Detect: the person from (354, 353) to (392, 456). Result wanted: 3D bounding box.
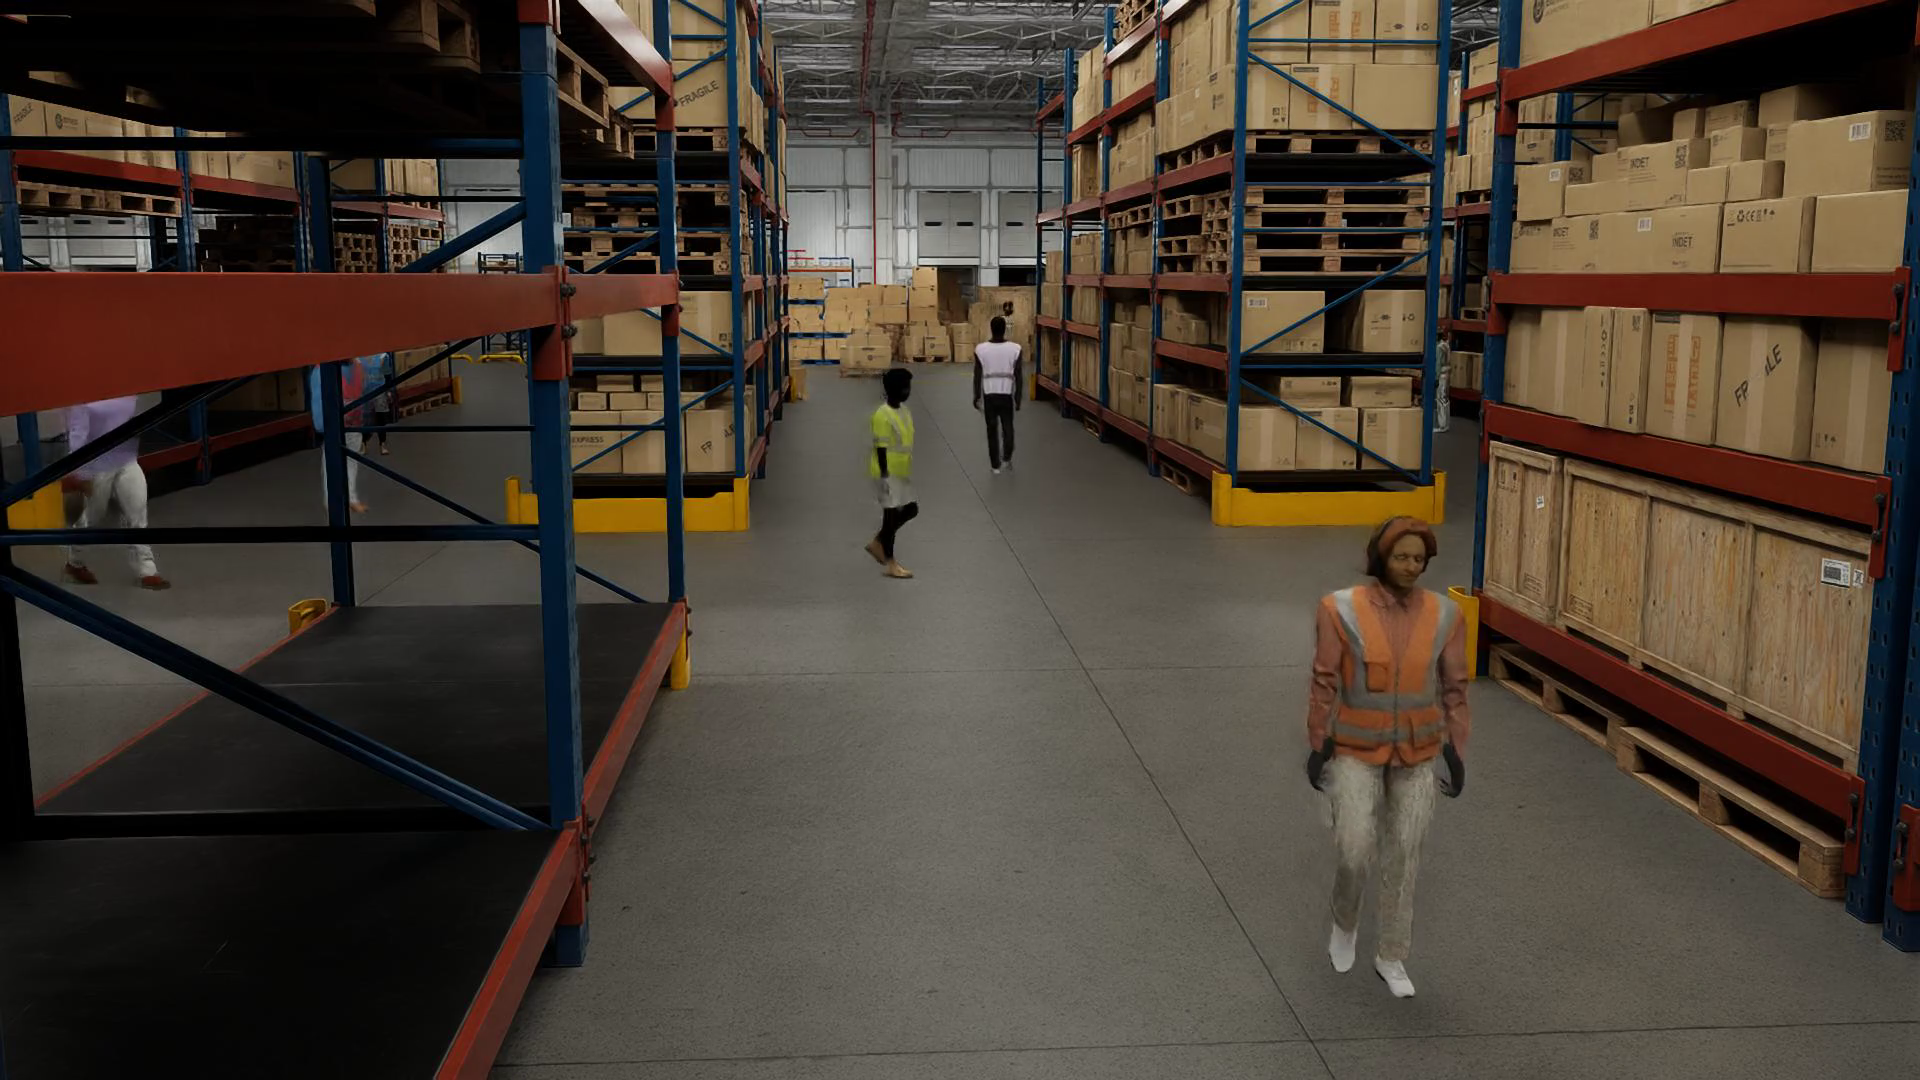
[{"bbox_3d":[-7.842,-1.960,22.144,0.540,1.695,0.317,-3,10,-21],"label":"person"}]

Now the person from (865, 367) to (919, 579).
[{"bbox_3d":[-0.563,-0.531,13.195,0.415,1.683,0.547,4,10,23],"label":"person"}]

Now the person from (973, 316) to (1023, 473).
[{"bbox_3d":[0.452,-1.778,20.361,0.594,1.895,0.666,-1,9,-5],"label":"person"}]

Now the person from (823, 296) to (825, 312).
[{"bbox_3d":[-5.537,-9.279,67.379,0.375,1.927,0.543,-5,10,-29],"label":"person"}]

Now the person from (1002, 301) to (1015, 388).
[{"bbox_3d":[0.973,-4.134,35.290,0.432,1.859,0.509,1,9,7],"label":"person"}]

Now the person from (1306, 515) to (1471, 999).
[{"bbox_3d":[1.425,0.721,5.526,0.534,1.622,0.373,0,9,-1],"label":"person"}]

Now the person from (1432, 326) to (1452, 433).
[{"bbox_3d":[7.363,-2.453,25.456,0.318,1.630,0.513,4,10,25],"label":"person"}]

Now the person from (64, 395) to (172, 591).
[{"bbox_3d":[-6.560,-0.559,12.748,1.011,1.898,0.646,4,10,25],"label":"person"}]

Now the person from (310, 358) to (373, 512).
[{"bbox_3d":[-6.145,-1.136,16.642,0.564,1.816,0.626,6,11,33],"label":"person"}]
